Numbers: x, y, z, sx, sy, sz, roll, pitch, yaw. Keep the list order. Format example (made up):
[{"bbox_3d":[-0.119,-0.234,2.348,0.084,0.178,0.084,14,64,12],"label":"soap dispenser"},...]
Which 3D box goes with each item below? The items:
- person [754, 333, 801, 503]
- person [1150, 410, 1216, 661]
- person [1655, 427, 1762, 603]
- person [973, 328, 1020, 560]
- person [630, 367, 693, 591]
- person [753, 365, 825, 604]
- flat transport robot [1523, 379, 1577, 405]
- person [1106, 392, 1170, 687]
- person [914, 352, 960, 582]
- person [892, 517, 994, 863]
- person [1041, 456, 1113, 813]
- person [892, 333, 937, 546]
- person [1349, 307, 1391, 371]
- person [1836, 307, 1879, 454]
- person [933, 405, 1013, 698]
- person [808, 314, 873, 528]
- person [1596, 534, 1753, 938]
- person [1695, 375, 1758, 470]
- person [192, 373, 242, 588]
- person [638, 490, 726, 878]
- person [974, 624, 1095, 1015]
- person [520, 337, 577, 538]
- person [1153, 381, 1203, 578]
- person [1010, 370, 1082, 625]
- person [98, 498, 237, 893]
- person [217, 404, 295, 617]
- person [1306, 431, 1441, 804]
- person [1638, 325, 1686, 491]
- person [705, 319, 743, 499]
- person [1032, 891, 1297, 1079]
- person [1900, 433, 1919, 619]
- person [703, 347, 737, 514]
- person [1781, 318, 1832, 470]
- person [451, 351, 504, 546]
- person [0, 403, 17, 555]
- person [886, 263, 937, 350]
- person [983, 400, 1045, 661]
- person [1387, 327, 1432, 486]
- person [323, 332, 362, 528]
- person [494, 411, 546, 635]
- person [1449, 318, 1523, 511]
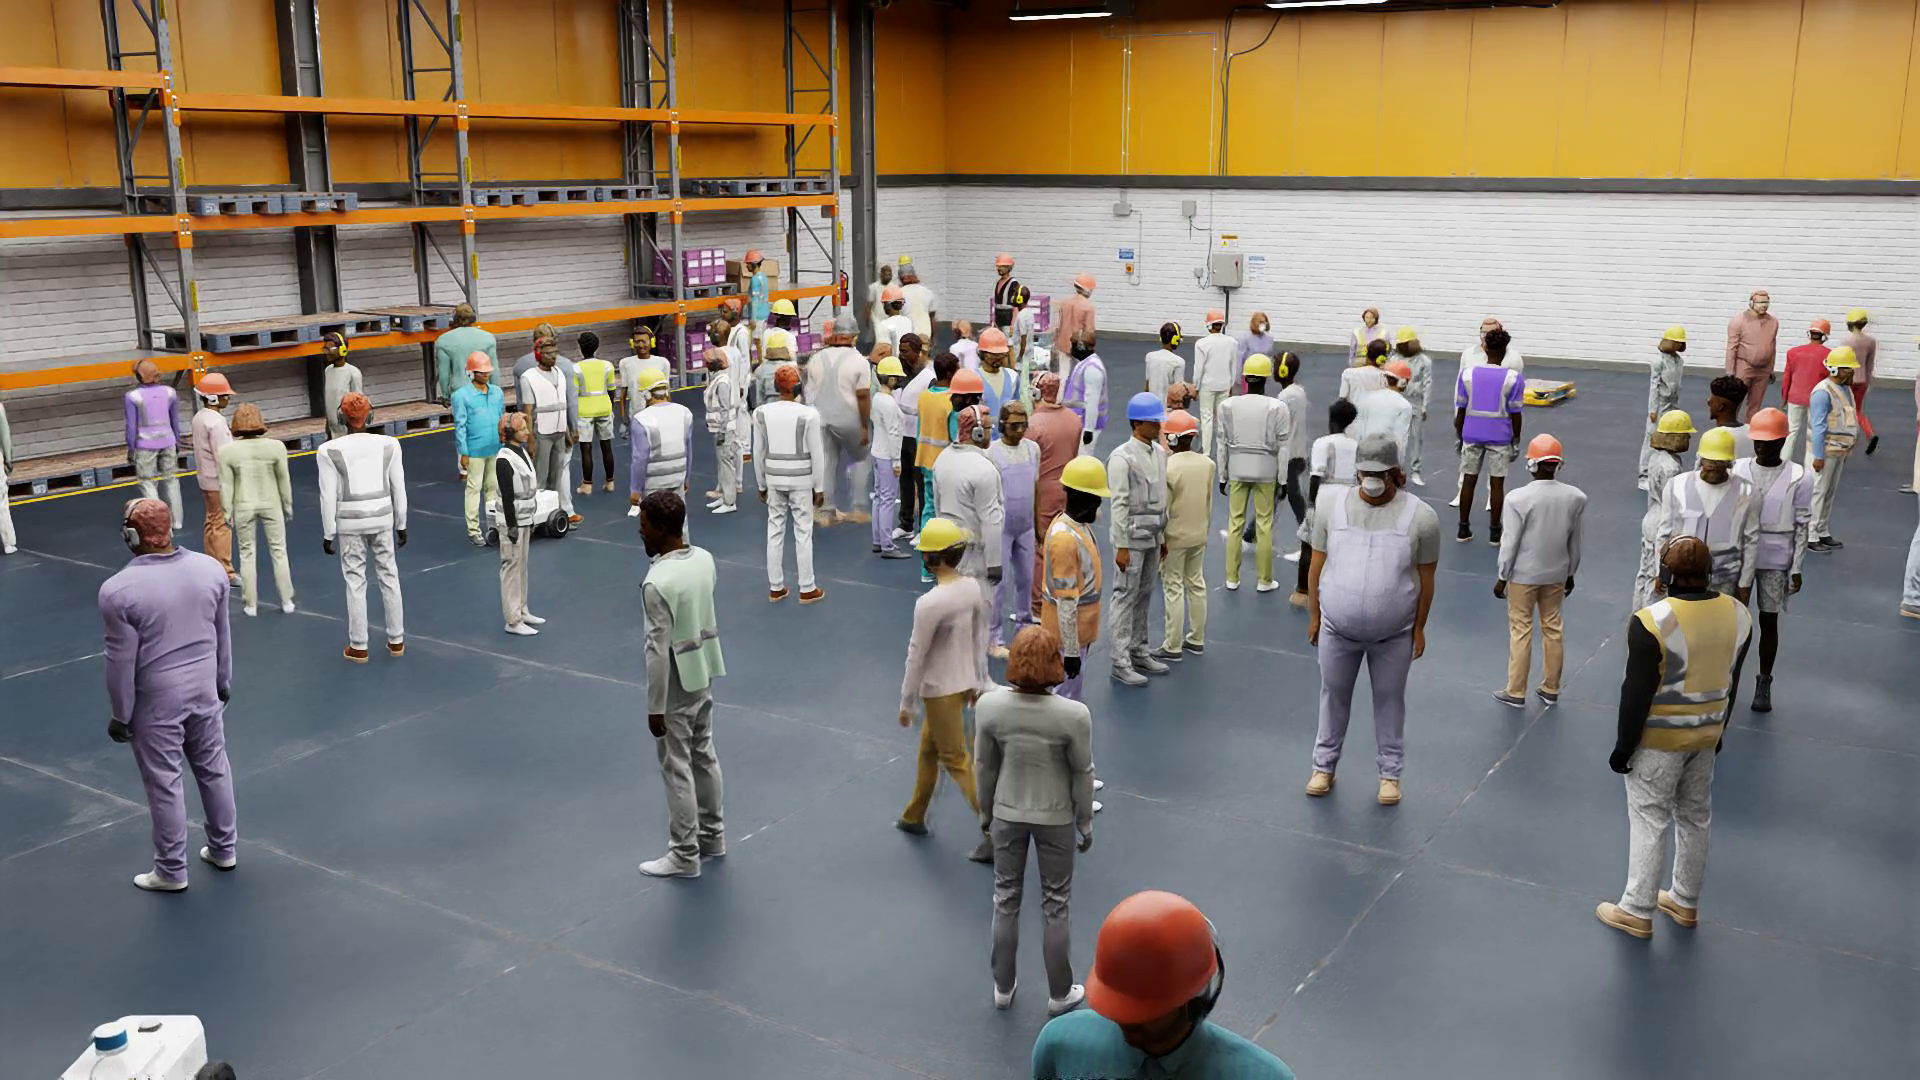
[{"bbox_3d":[-1.808,-1.208,16.757,0.596,1.717,0.451,5,14,22],"label":"person"},{"bbox_3d":[1.518,-0.033,11.578,0.564,1.752,0.338,-10,16,-37],"label":"person"},{"bbox_3d":[4.675,0.191,10.450,0.592,1.826,0.403,6,14,26],"label":"person"},{"bbox_3d":[0.276,-0.802,14.280,0.613,2.041,0.393,-8,15,-31],"label":"person"},{"bbox_3d":[-2.407,-0.476,13.349,0.403,1.822,0.589,10,17,38],"label":"person"},{"bbox_3d":[-1.327,-0.430,13.020,0.575,1.882,0.355,4,14,16],"label":"person"},{"bbox_3d":[8.353,-2.146,23.993,0.652,0.197,1.431,9,16,36],"label":"flat transport robot"},{"bbox_3d":[1.191,-0.016,11.071,0.380,1.951,0.603,9,16,33],"label":"person"},{"bbox_3d":[-0.152,-0.571,13.551,0.396,1.919,0.590,-9,16,-34],"label":"person"},{"bbox_3d":[-0.044,0.759,8.308,0.850,1.749,0.544,7,15,28],"label":"person"},{"bbox_3d":[0.623,0.494,8.933,0.372,1.918,0.589,2,13,7],"label":"person"},{"bbox_3d":[-0.419,-0.916,15.046,0.392,1.920,0.589,-13,18,-43],"label":"person"},{"bbox_3d":[5.172,-2.138,21.004,0.520,1.622,0.644,5,14,22],"label":"person"},{"bbox_3d":[10.446,-1.836,19.417,0.533,1.744,0.651,-3,13,-13],"label":"person"},{"bbox_3d":[0.097,0.069,10.800,0.408,1.906,0.653,-8,15,-30],"label":"person"},{"bbox_3d":[-1.092,-1.141,15.754,0.705,2.000,0.657,6,14,26],"label":"person"},{"bbox_3d":[3.176,0.877,7.451,0.627,1.840,0.429,-5,14,-21],"label":"person"},{"bbox_3d":[5.370,-0.187,11.778,0.600,1.967,0.367,-10,16,-37],"label":"person"},{"bbox_3d":[-6.017,-0.487,13.548,0.342,1.749,0.569,-10,16,-37],"label":"person"},{"bbox_3d":[-1.348,0.700,8.068,0.385,1.910,0.594,4,14,16],"label":"person"},{"bbox_3d":[0.303,1.136,6.766,0.500,1.636,0.281,4,14,17],"label":"person"},{"bbox_3d":[-3.829,-0.960,15.399,0.372,1.843,0.570,6,14,24],"label":"person"},{"bbox_3d":[1.808,-0.500,13.856,0.311,1.638,0.521,-11,17,-40],"label":"person"},{"bbox_3d":[0.621,-0.319,12.485,0.410,1.909,0.643,11,17,40],"label":"person"},{"bbox_3d":[-3.775,0.732,7.930,0.410,1.906,0.642,7,15,29],"label":"person"},{"bbox_3d":[-5.361,-0.223,12.690,0.506,1.628,0.278,-5,14,-20],"label":"person"},{"bbox_3d":[2.203,0.421,8.979,0.684,2.000,0.538,5,14,19],"label":"person"},{"bbox_3d":[7.411,-1.383,17.459,0.490,1.741,0.323,-9,16,-34],"label":"person"},{"bbox_3d":[-2.425,-1.337,17.033,0.345,1.846,0.508,6,14,23],"label":"person"},{"bbox_3d":[0.417,1.681,3.638,0.616,1.983,0.404,5,14,20],"label":"person"},{"bbox_3d":[7.445,-0.389,12.612,0.402,1.983,0.623,8,15,32],"label":"person"},{"bbox_3d":[-2.357,-1.080,16.372,0.312,1.640,0.512,-3,13,-14],"label":"person"},{"bbox_3d":[9.306,-1.552,18.206,0.574,1.737,0.354,10,16,37],"label":"person"},{"bbox_3d":[-4.309,-0.835,15.058,0.329,1.751,0.569,8,15,31],"label":"person"},{"bbox_3d":[-8.547,-0.650,14.506,0.522,1.639,0.305,-10,16,-37],"label":"person"},{"bbox_3d":[-0.757,-2.894,23.359,0.701,2.000,0.919,-8,15,-30],"label":"person"},{"bbox_3d":[0.354,-0.071,11.573,0.522,1.833,0.339,-8,15,-31],"label":"person"},{"bbox_3d":[4.746,-1.404,17.626,0.495,1.708,0.593,7,15,27],"label":"person"},{"bbox_3d":[-5.777,-1.012,15.572,0.514,1.872,0.328,8,15,31],"label":"person"},{"bbox_3d":[-3.258,-0.128,12.236,0.311,1.641,0.514,0,13,-1],"label":"person"},{"bbox_3d":[5.205,-1.247,16.508,0.643,1.909,0.409,9,16,35],"label":"person"}]
